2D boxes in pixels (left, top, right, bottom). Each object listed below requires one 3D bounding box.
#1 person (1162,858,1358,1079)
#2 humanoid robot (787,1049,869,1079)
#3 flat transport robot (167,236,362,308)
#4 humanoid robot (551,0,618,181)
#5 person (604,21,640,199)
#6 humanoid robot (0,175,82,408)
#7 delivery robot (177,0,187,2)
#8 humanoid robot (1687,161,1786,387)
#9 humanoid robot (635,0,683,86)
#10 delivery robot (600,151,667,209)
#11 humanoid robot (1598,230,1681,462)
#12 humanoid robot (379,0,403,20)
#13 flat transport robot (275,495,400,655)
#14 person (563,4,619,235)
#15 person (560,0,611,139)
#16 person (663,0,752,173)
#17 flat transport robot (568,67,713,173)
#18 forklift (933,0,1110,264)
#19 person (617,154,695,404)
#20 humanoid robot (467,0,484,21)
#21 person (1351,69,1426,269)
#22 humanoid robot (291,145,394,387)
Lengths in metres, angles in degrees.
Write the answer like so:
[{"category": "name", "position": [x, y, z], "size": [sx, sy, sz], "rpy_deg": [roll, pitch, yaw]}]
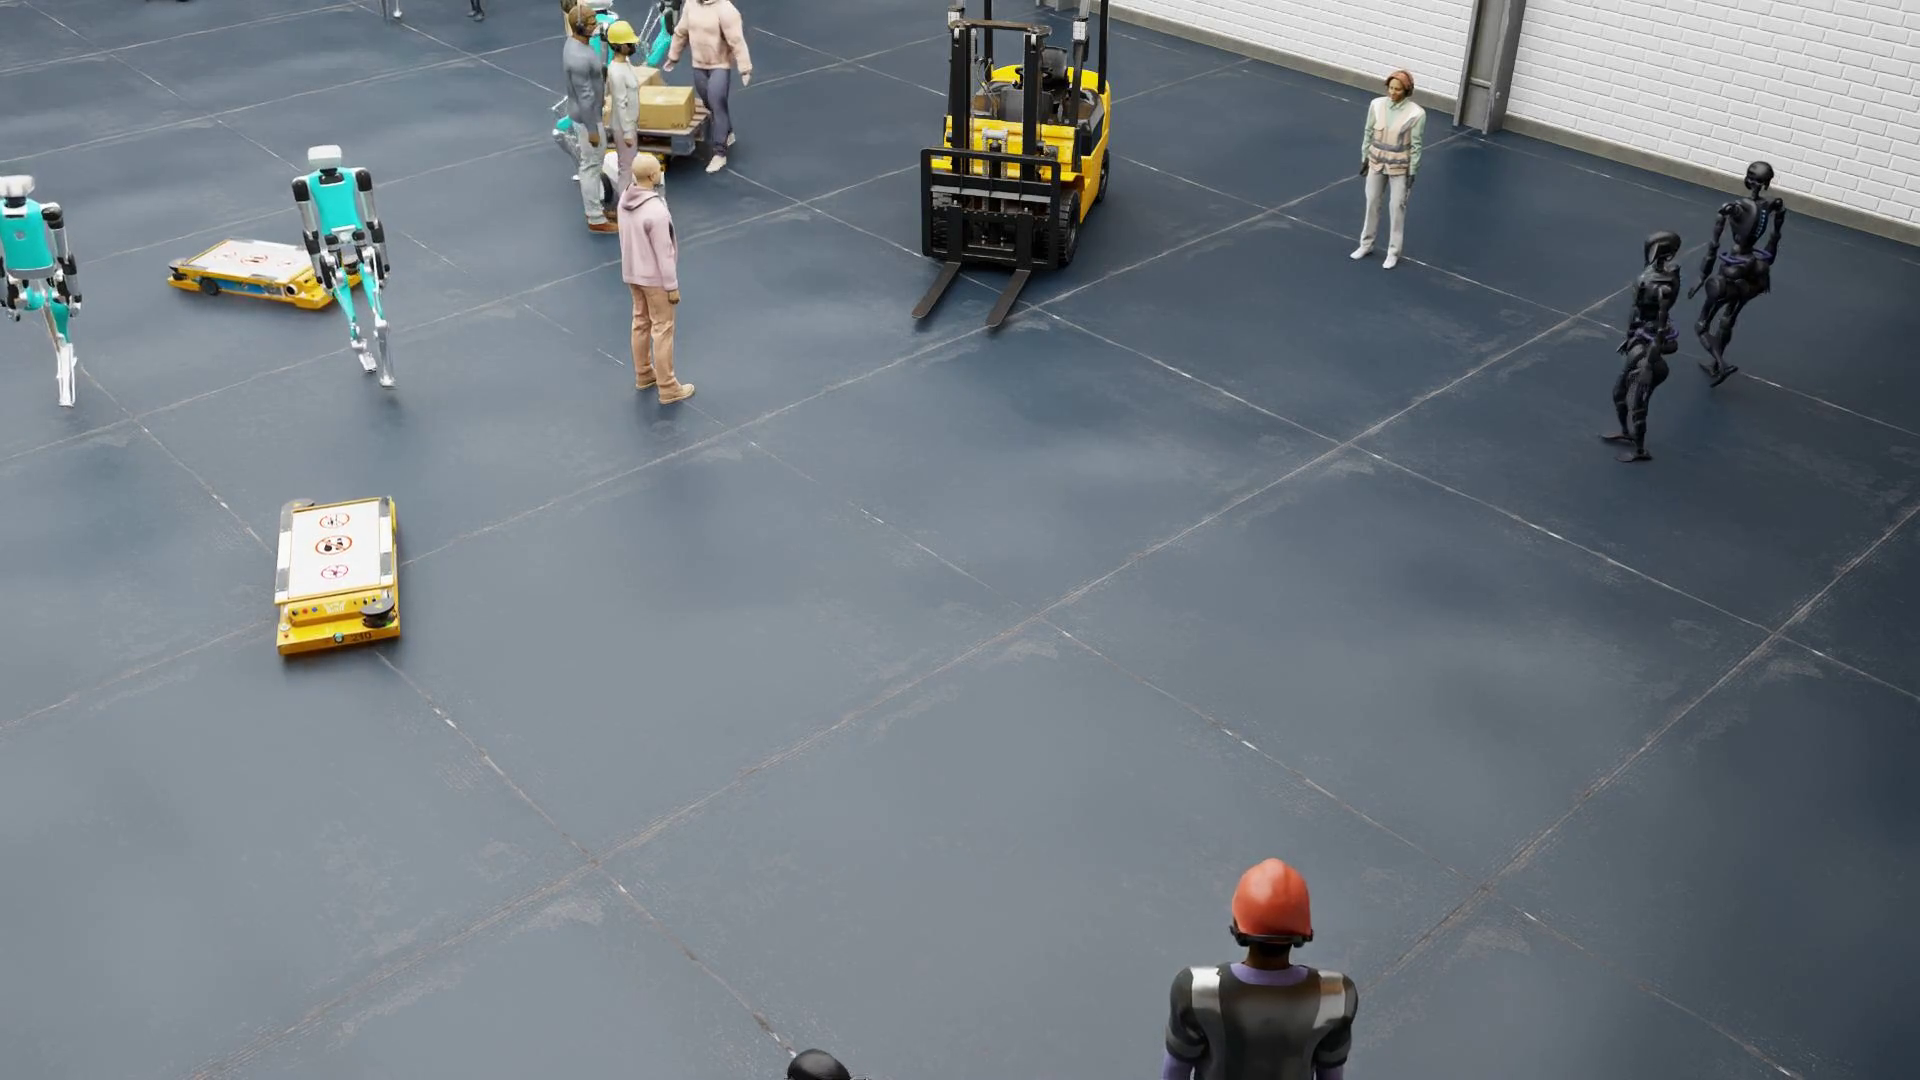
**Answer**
[{"category": "person", "position": [0.975, 1.893, 5.656], "size": [0.600, 2.034, 0.413], "rpy_deg": [1, 33, 1]}, {"category": "humanoid robot", "position": [-0.372, 2.273, 5.437], "size": [0.777, 1.631, 0.615], "rpy_deg": [17, 37, 24]}, {"category": "flat transport robot", "position": [-5.635, -2.174, 13.514], "size": [1.431, 0.231, 0.659], "rpy_deg": [10, 34, 15]}, {"category": "humanoid robot", "position": [-3.432, -4.012, 15.022], "size": [0.838, 1.792, 0.551], "rpy_deg": [-7, 34, -11]}, {"category": "person", "position": [-2.839, -3.562, 14.274], "size": [0.325, 1.768, 0.524], "rpy_deg": [-2, 33, -2]}, {"category": "humanoid robot", "position": [-6.361, -1.772, 11.577], "size": [0.571, 1.736, 1.052], "rpy_deg": [-10, 34, -16]}, {"category": "delivery robot", "position": [-9.872, -7.034, 20.708], "size": [0.750, 0.579, 0.499], "rpy_deg": [1, 33, 2]}, {"category": "humanoid robot", "position": [5.529, -1.862, 11.743], "size": [0.609, 1.639, 0.490], "rpy_deg": [-7, 34, -11]}, {"category": "humanoid robot", "position": [-3.076, -5.228, 16.906], "size": [0.668, 1.840, 0.538], "rpy_deg": [-13, 35, -19]}, {"category": "delivery robot", "position": [-2.921, -3.247, 14.872], "size": [0.499, 0.564, 0.737], "rpy_deg": [-19, 37, -26]}, {"category": "humanoid robot", "position": [4.478, -1.250, 10.816], "size": [0.406, 1.640, 0.589], "rpy_deg": [2, 33, 2]}, {"category": "humanoid robot", "position": [-6.754, -6.915, 19.479], "size": [0.549, 1.806, 0.759], "rpy_deg": [-8, 34, -11]}, {"category": "flat transport robot", "position": [-3.707, 0.162, 9.924], "size": [0.659, 0.231, 1.431], "rpy_deg": [-9, 34, -14]}, {"category": "person", "position": [-3.143, -3.571, 14.132], "size": [0.355, 1.937, 0.634], "rpy_deg": [-7, 34, -11]}, {"category": "person", "position": [-3.510, -4.569, 15.725], "size": [0.405, 1.877, 0.555], "rpy_deg": [-26, 41, -34]}, {"category": "person", "position": [-2.333, -4.473, 15.625], "size": [0.864, 1.842, 0.787], "rpy_deg": [18, 37, 25]}, {"category": "flat transport robot", "position": [-2.994, -3.816, 16.038], "size": [0.659, 0.231, 1.431], "rpy_deg": [7, 34, 11]}, {"category": "forklift", "position": [0.570, -3.725, 14.138], "size": [1.214, 2.155, 2.313], "rpy_deg": [9, 34, 13]}, {"category": "person", "position": [-2.161, -1.813, 11.583], "size": [0.408, 1.775, 0.526], "rpy_deg": [-26, 41, -34]}, {"category": "humanoid robot", "position": [-5.879, -7.007, 19.654], "size": [0.602, 1.644, 0.492], "rpy_deg": [7, 34, 10]}, {"category": "person", "position": [3.507, -3.036, 13.590], "size": [0.515, 1.632, 0.313], "rpy_deg": [25, 41, 33]}, {"category": "humanoid robot", "position": [-4.221, -1.795, 11.642], "size": [0.530, 1.772, 0.995], "rpy_deg": [-14, 36, -21]}]
